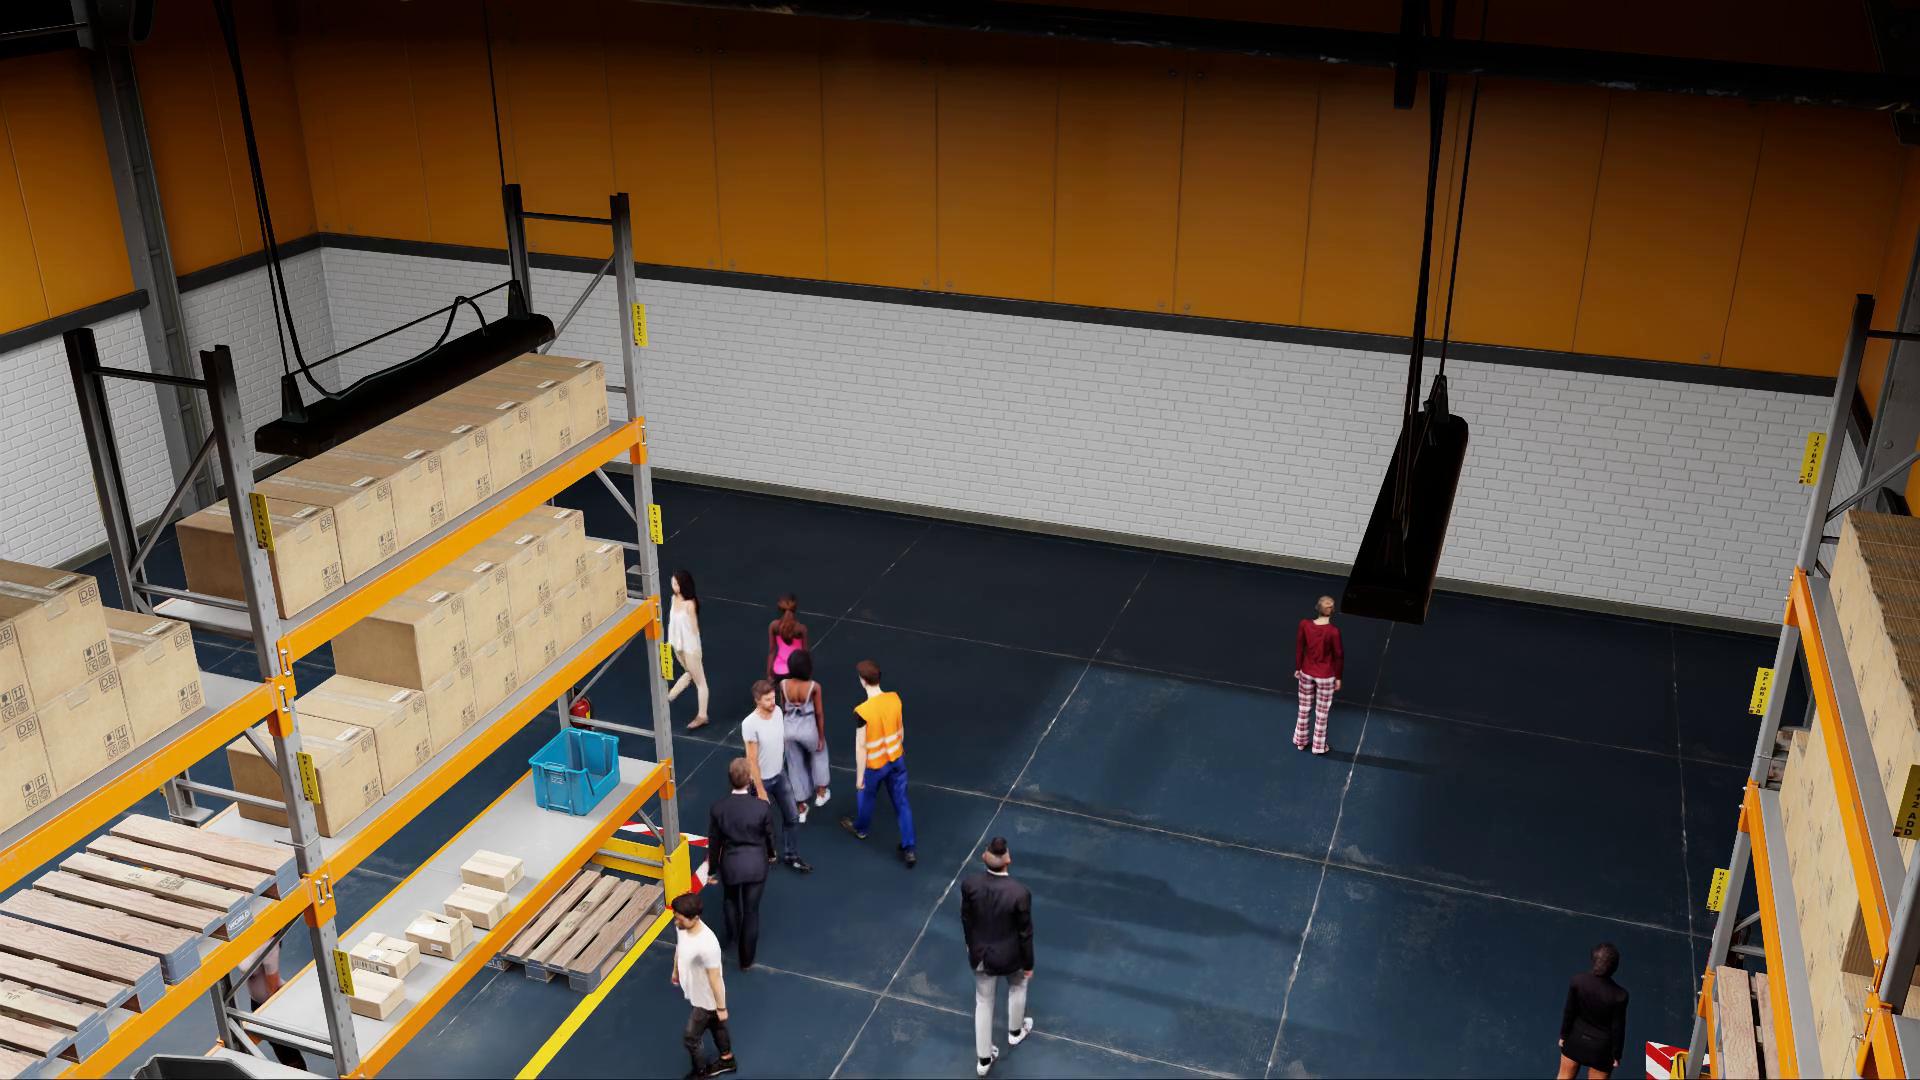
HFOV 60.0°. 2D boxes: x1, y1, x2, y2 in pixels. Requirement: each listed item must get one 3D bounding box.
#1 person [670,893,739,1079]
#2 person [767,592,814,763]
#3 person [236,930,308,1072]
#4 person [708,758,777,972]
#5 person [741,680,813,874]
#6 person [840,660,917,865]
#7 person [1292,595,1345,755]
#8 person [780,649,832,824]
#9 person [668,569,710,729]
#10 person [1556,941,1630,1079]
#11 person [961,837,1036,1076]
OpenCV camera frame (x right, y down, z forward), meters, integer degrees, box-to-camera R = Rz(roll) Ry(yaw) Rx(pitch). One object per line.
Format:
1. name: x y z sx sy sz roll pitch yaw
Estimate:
1. person: -1.758 3.187 11.837 0.985 1.697 0.932 -11 26 -23
2. person: -1.664 1.373 16.018 0.571 1.671 1.114 8 25 17
3. person: -4.806 3.246 11.643 0.664 1.744 0.658 21 31 39
4. person: -1.718 2.591 13.075 0.805 1.796 0.906 0 24 0
5. person: -1.748 2.014 14.336 0.881 1.844 0.912 21 31 40
6. person: -0.622 1.976 14.433 1.249 1.835 1.224 -17 29 -33
7. person: 3.482 1.293 16.183 0.664 1.687 0.574 14 27 30
8. person: -1.447 1.806 15.019 0.664 1.678 0.780 2 24 6
9. person: -2.825 1.096 16.676 0.774 1.651 0.847 18 29 35
10. person: 4.291 3.446 11.318 0.643 1.637 0.679 16 28 33
11. person: 0.233 3.009 11.949 0.731 1.932 0.865 8 25 19
